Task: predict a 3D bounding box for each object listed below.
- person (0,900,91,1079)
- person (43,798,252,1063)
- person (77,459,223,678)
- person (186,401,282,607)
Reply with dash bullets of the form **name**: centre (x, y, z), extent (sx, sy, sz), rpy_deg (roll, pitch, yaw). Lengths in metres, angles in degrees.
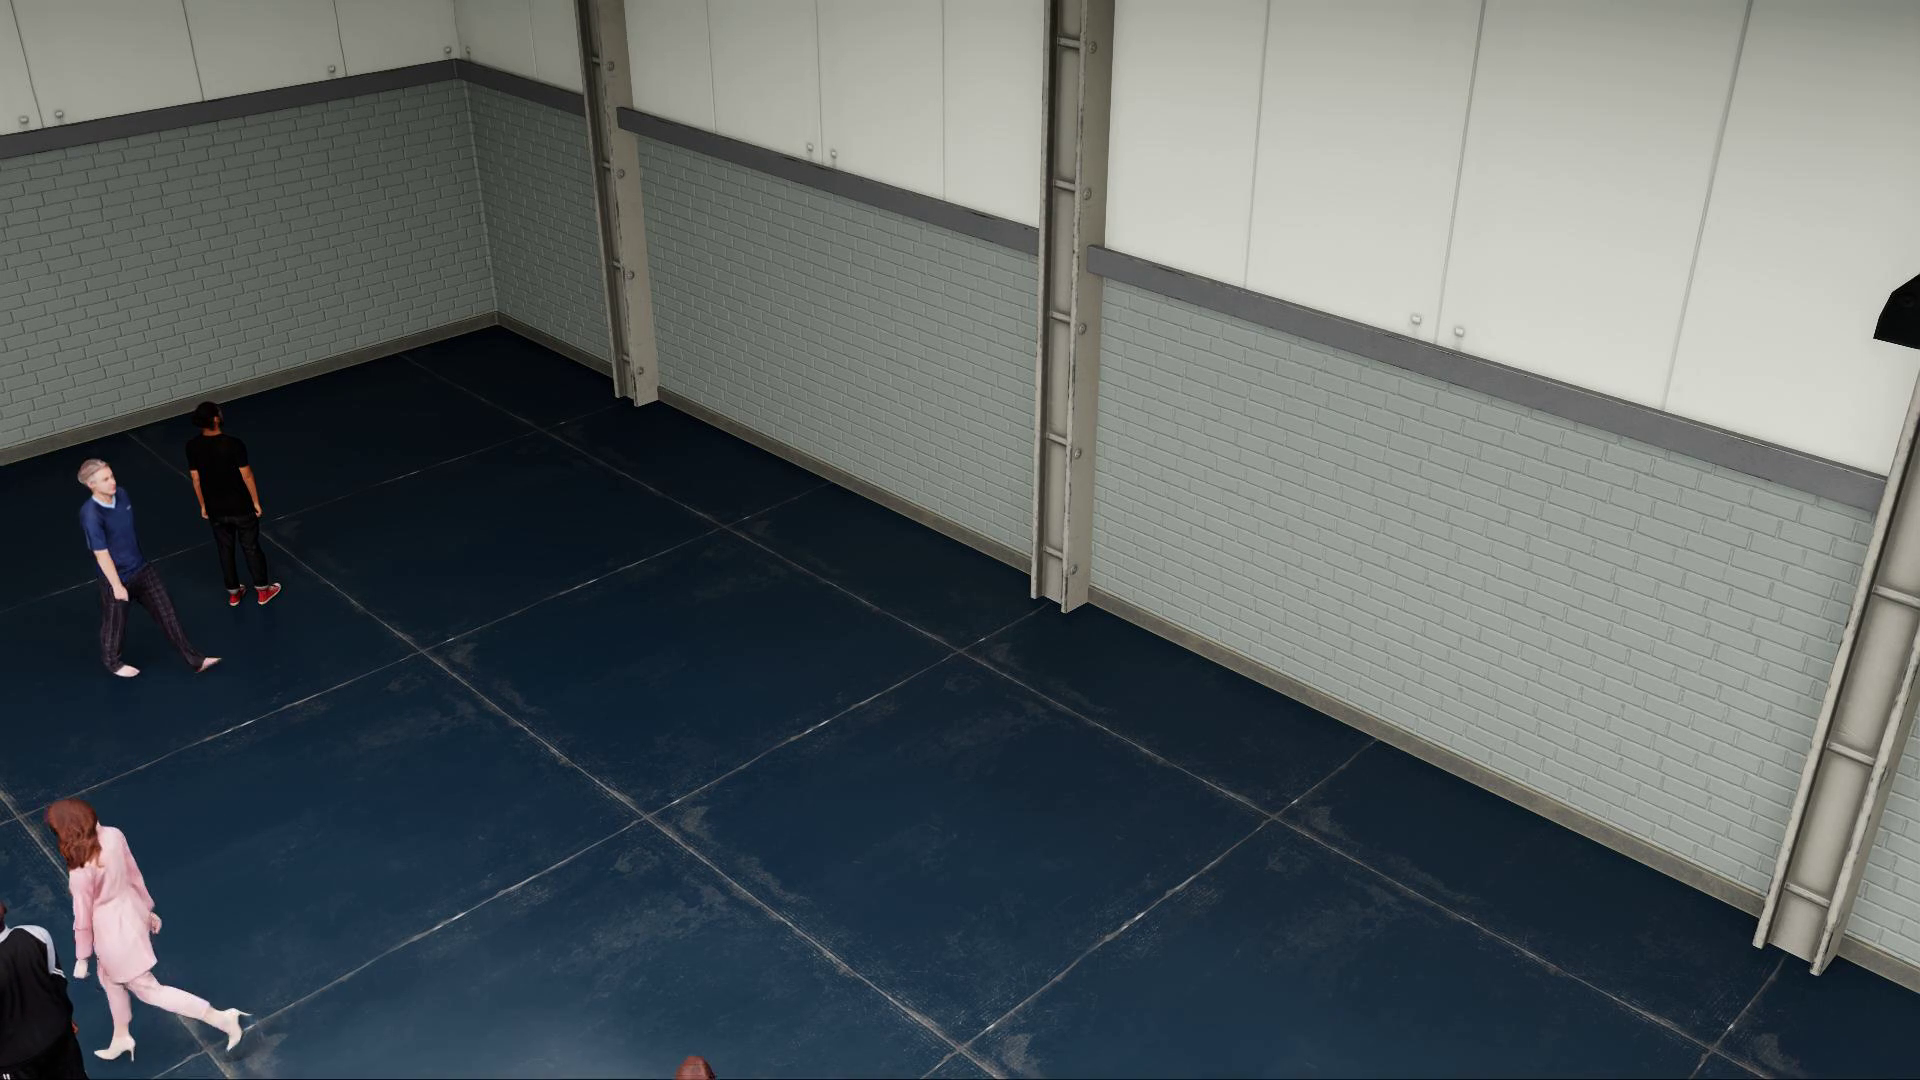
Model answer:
- **person**: centre (-4.584, 2.459, 8.192), extent (0.633, 1.828, 0.708), rpy_deg (15, 32, 26)
- **person**: centre (-4.384, 2.125, 8.894), extent (1.139, 1.757, 1.115), rpy_deg (-2, 28, -4)
- **person**: centre (-6.287, 0.257, 12.334), extent (1.261, 1.821, 1.075), rpy_deg (6, 29, 11)
- **person**: centre (-5.903, -0.291, 13.433), extent (0.703, 1.755, 0.747), rpy_deg (-2, 28, -3)
